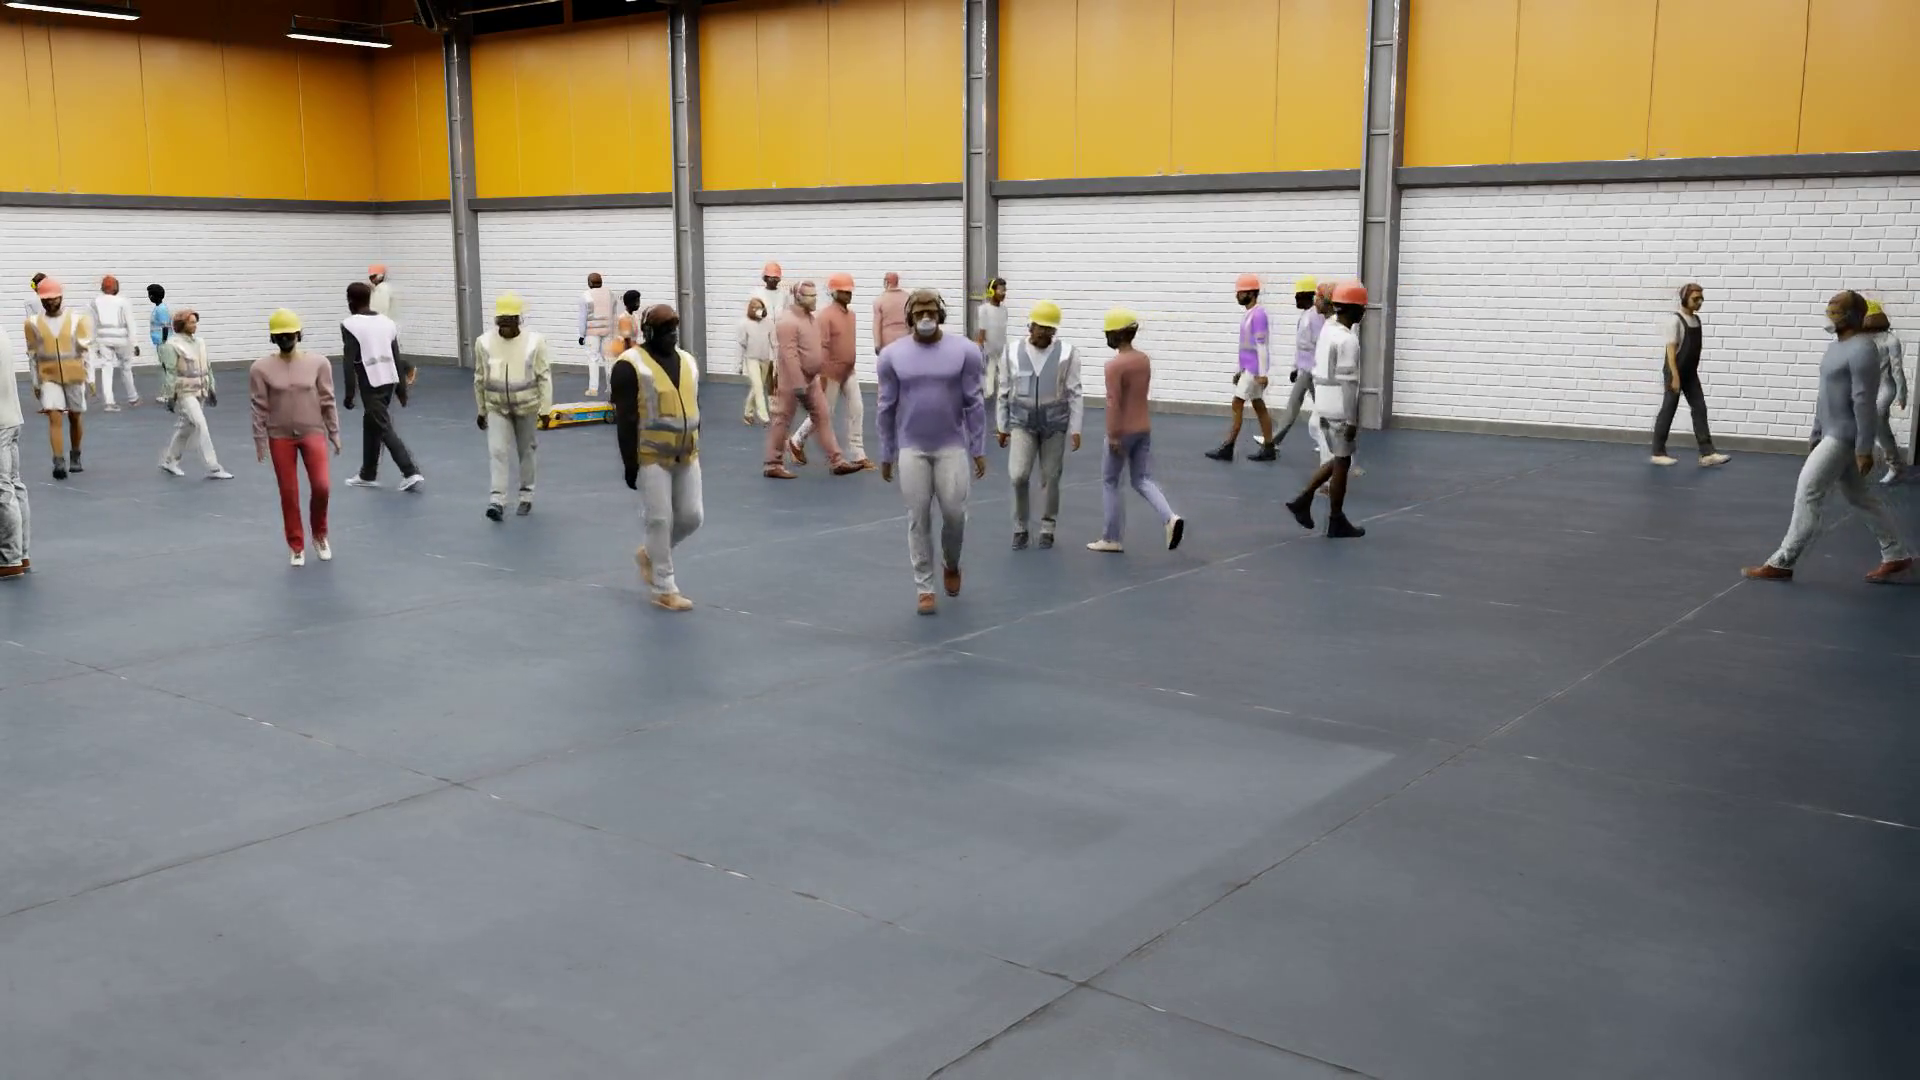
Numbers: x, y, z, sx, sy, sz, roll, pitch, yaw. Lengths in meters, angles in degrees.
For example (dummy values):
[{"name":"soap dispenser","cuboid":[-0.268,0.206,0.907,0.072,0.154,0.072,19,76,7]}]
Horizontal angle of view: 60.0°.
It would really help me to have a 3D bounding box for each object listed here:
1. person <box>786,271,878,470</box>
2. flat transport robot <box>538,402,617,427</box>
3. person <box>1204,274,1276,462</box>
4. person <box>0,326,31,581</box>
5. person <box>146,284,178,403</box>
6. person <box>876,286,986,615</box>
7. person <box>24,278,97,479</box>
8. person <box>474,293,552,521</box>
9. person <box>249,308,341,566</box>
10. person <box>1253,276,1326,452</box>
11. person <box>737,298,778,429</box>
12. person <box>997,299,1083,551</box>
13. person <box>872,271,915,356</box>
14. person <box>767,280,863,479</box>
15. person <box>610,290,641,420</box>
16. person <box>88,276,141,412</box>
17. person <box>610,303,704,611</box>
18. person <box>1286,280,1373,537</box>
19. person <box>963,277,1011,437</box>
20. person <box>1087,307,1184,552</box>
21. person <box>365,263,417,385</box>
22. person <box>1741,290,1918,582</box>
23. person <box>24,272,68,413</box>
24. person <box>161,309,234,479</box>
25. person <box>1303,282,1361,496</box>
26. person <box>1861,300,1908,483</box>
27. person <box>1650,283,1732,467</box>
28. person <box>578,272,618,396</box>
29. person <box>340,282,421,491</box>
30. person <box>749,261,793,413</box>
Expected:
[{"name":"person","cuboid":[-1.277,-1.662,16.351,0.926,1.961,0.624,6,11,30]},{"name":"flat transport robot","cuboid":[-4.816,-1.575,20.721,0.652,0.197,1.431,8,13,40]},{"name":"person","cuboid":[2.856,-1.743,16.942,0.875,1.900,0.577,0,10,0]},{"name":"person","cuboid":[-6.280,-0.694,10.763,0.378,1.933,0.628,-3,10,-14]},{"name":"person","cuboid":[-11.345,-2.791,23.672,0.322,1.690,0.533,-5,11,-29]},{"name":"person","cuboid":[-0.172,-0.531,9.828,0.656,1.925,0.497,1,10,3]},{"name":"person","cuboid":[-8.534,-1.538,15.810,0.566,1.883,1.000,-5,11,-26]},{"name":"person","cuboid":[-3.553,-1.040,13.169,0.626,1.789,0.889,-1,10,-5]},{"name":"person","cuboid":[-4.478,-0.686,11.223,0.560,1.748,0.410,-4,10,-22]},{"name":"person","cuboid":[3.646,-1.861,17.703,0.998,1.872,0.610,0,10,2]},{"name":"person","cuboid":[-2.480,-2.165,20.339,0.502,1.587,0.859,-7,12,-37]},{"name":"person","cuboid":[0.564,-0.809,11.829,0.617,1.789,0.577,1,10,7]},{"name":"person","cuboid":[-0.891,-2.725,22.707,0.648,1.886,0.762,-4,10,-21]},{"name":"person","cuboid":[-1.392,-1.481,15.546,0.985,1.859,0.651,4,10,21]},{"name":"person","cuboid":[-4.264,-2.349,21.169,0.508,1.658,0.556,0,10,0]},{"name":"person","cuboid":[-11.430,-2.655,22.536,0.644,1.810,1.024,-2,10,-11]},{"name":"person","cuboid":[-1.808,-0.499,9.937,0.553,1.827,0.631,9,13,41]},{"name":"person","cuboid":[2.776,-0.958,12.324,0.505,1.925,0.573,-1,10,-8]},{"name":"person","cuboid":[0.349,-2.128,19.356,0.528,1.851,0.698,-9,13,-42]},{"name":"person","cuboid":[1.231,-0.754,11.650,0.660,1.741,0.521,9,13,43]},{"name":"person","cuboid":[-8.966,-3.339,26.033,0.676,1.980,0.630,-6,11,-32]},{"name":"person","cuboid":[5.655,-0.644,10.611,1.040,1.893,0.641,3,10,16]},{"name":"person","cuboid":[-12.139,-2.609,22.091,0.334,1.873,0.517,8,12,38]},{"name":"person","cuboid":[-7.286,-1.376,15.707,0.838,1.601,0.525,2,10,12]},{"name":"person","cuboid":[3.211,-1.308,14.511,0.414,1.872,0.609,4,10,21]},{"name":"person","cuboid":[8.372,-1.339,15.213,0.918,1.689,0.511,-2,10,-12]},{"name":"person","cuboid":[7.277,-1.614,16.463,0.550,1.815,0.821,-7,12,-34]},{"name":"person","cuboid":[-5.433,-3.078,24.913,0.634,1.839,0.429,-8,12,-38]},{"name":"person","cuboid":[-5.187,-1.372,14.904,0.945,1.874,0.591,4,10,21]},{"name":"person","cuboid":[-2.532,-2.746,22.467,0.625,2.018,0.815,-3,10,-19]}]
